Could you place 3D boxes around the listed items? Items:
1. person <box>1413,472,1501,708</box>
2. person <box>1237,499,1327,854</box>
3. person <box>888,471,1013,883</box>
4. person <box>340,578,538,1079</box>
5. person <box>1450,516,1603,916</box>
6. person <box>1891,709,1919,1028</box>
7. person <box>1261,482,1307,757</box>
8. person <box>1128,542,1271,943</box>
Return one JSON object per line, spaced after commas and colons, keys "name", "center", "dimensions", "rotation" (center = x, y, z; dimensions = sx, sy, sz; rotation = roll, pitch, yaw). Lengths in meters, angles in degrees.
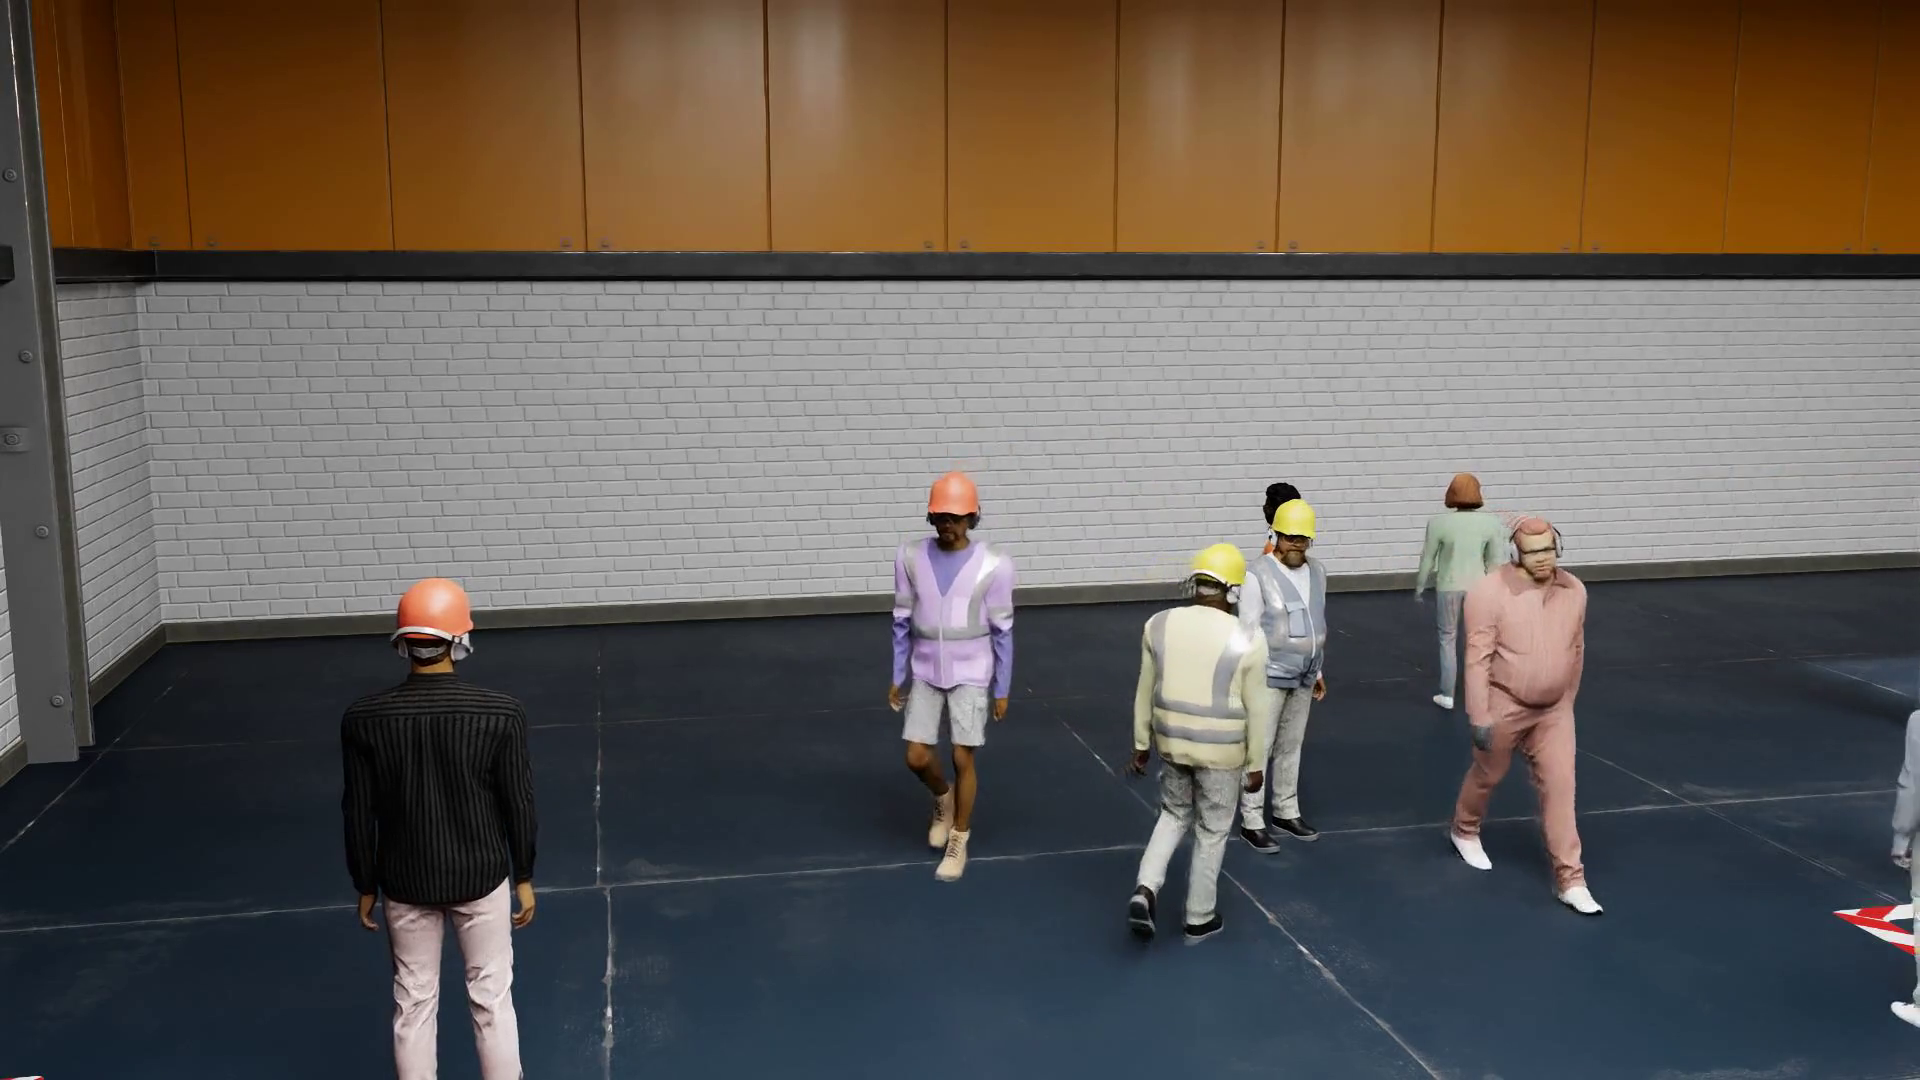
{"name": "person", "center": [3.382, 0.349, 11.307], "dimensions": [0.521, 1.626, 0.342], "rotation": [0, 9, -2]}
{"name": "person", "center": [1.685, 0.689, 8.622], "dimensions": [0.591, 1.829, 0.404], "rotation": [-7, 11, -35]}
{"name": "person", "center": [-0.045, 0.660, 8.189], "dimensions": [0.640, 2.029, 0.496], "rotation": [3, 10, 16]}
{"name": "person", "center": [-1.709, 1.114, 5.526], "dimensions": [0.613, 1.995, 0.391], "rotation": [-1, 9, -6]}
{"name": "person", "center": [2.699, 0.789, 7.998], "dimensions": [0.661, 1.861, 1.018], "rotation": [-2, 10, -12]}
{"name": "person", "center": [3.882, 1.153, 6.421], "dimensions": [0.519, 1.616, 0.427], "rotation": [-1, 9, -5]}
{"name": "person", "center": [1.980, 0.491, 10.229], "dimensions": [0.322, 1.697, 0.535], "rotation": [4, 10, 25]}
{"name": "person", "center": [1.044, 0.917, 7.300], "dimensions": [0.617, 1.809, 0.554], "rotation": [7, 11, 35]}
